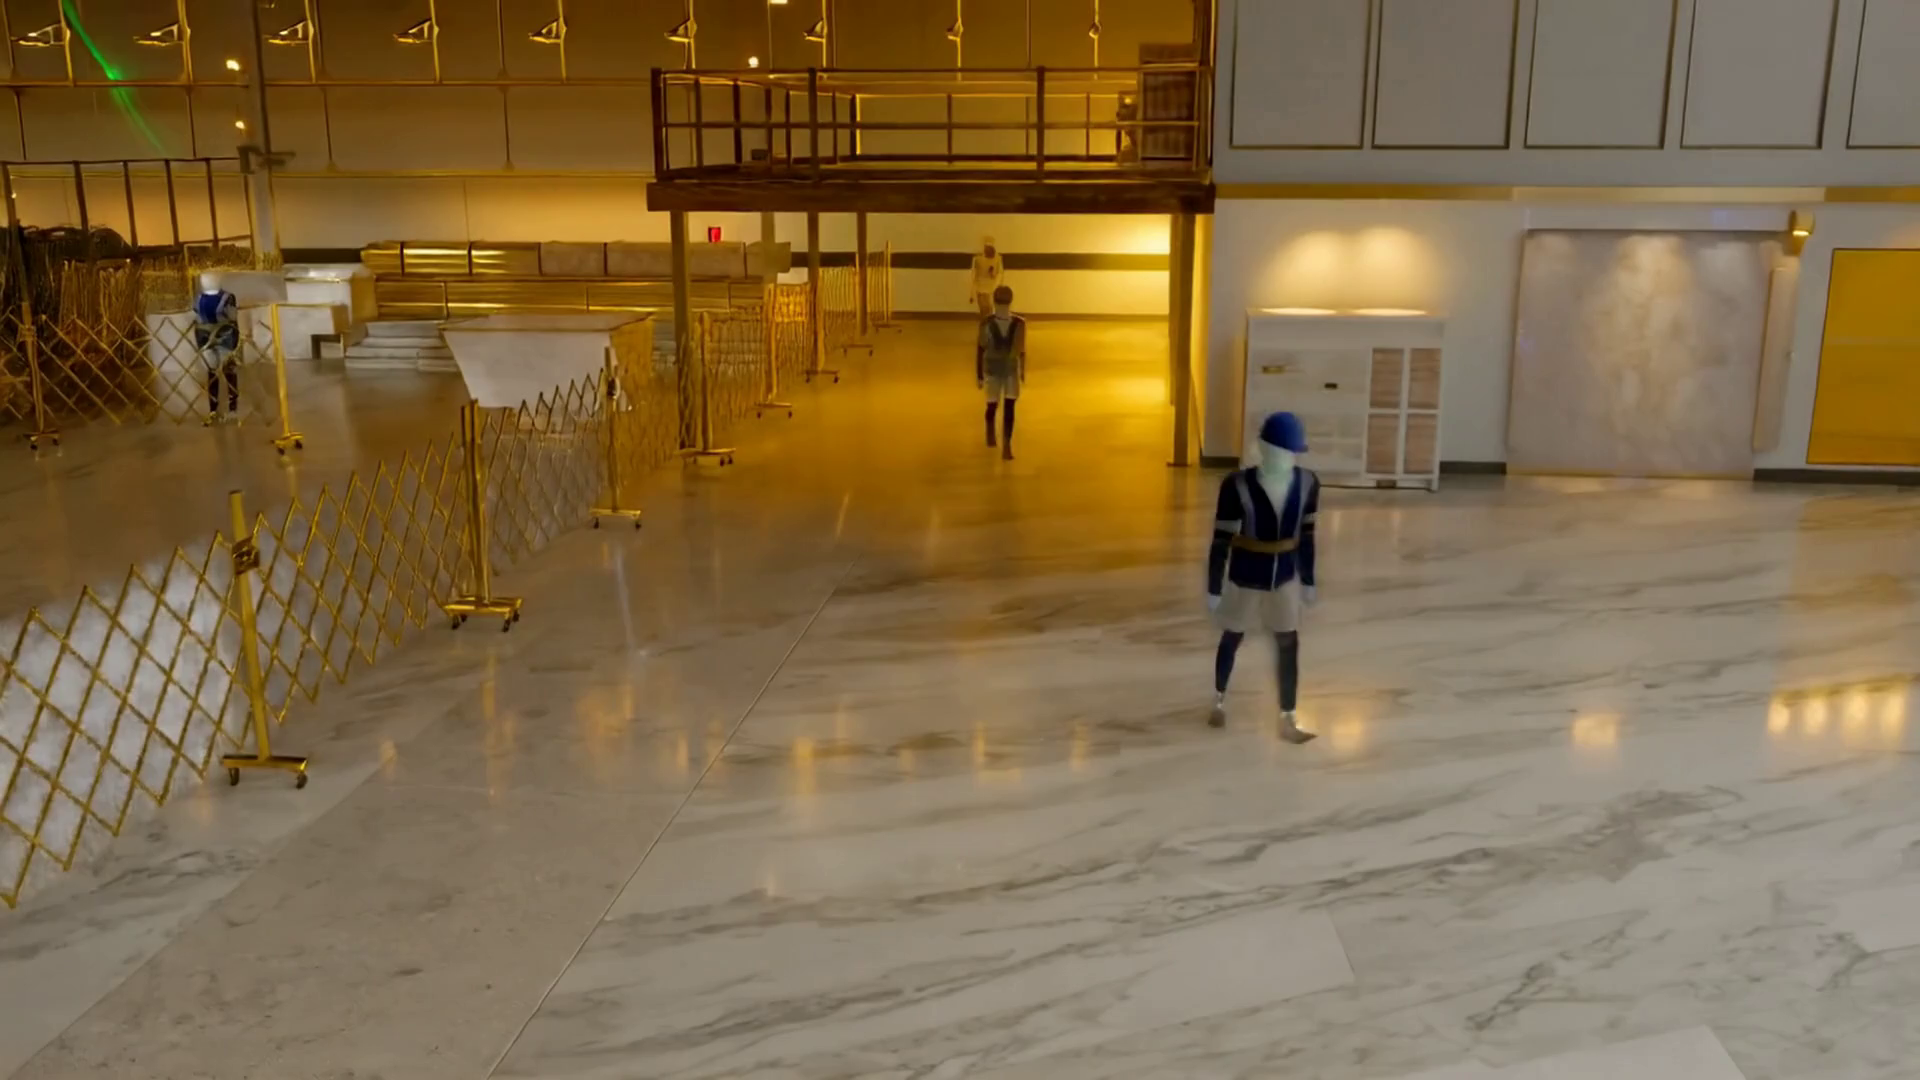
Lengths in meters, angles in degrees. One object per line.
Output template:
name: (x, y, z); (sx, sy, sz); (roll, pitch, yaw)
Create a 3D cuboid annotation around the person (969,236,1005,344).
person: (0.461, -4.157, 27.892); (0.602, 1.880, 1.022); (-8, 16, -29)

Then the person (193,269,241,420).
person: (-9.335, -2.448, 20.878); (0.574, 1.883, 0.355); (1, 14, 6)

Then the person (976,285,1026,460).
person: (0.452, -1.886, 18.516); (0.555, 1.916, 0.777); (-2, 14, -9)

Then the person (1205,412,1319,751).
person: (1.792, 0.231, 9.703); (0.717, 1.986, 0.936); (-4, 14, -15)
